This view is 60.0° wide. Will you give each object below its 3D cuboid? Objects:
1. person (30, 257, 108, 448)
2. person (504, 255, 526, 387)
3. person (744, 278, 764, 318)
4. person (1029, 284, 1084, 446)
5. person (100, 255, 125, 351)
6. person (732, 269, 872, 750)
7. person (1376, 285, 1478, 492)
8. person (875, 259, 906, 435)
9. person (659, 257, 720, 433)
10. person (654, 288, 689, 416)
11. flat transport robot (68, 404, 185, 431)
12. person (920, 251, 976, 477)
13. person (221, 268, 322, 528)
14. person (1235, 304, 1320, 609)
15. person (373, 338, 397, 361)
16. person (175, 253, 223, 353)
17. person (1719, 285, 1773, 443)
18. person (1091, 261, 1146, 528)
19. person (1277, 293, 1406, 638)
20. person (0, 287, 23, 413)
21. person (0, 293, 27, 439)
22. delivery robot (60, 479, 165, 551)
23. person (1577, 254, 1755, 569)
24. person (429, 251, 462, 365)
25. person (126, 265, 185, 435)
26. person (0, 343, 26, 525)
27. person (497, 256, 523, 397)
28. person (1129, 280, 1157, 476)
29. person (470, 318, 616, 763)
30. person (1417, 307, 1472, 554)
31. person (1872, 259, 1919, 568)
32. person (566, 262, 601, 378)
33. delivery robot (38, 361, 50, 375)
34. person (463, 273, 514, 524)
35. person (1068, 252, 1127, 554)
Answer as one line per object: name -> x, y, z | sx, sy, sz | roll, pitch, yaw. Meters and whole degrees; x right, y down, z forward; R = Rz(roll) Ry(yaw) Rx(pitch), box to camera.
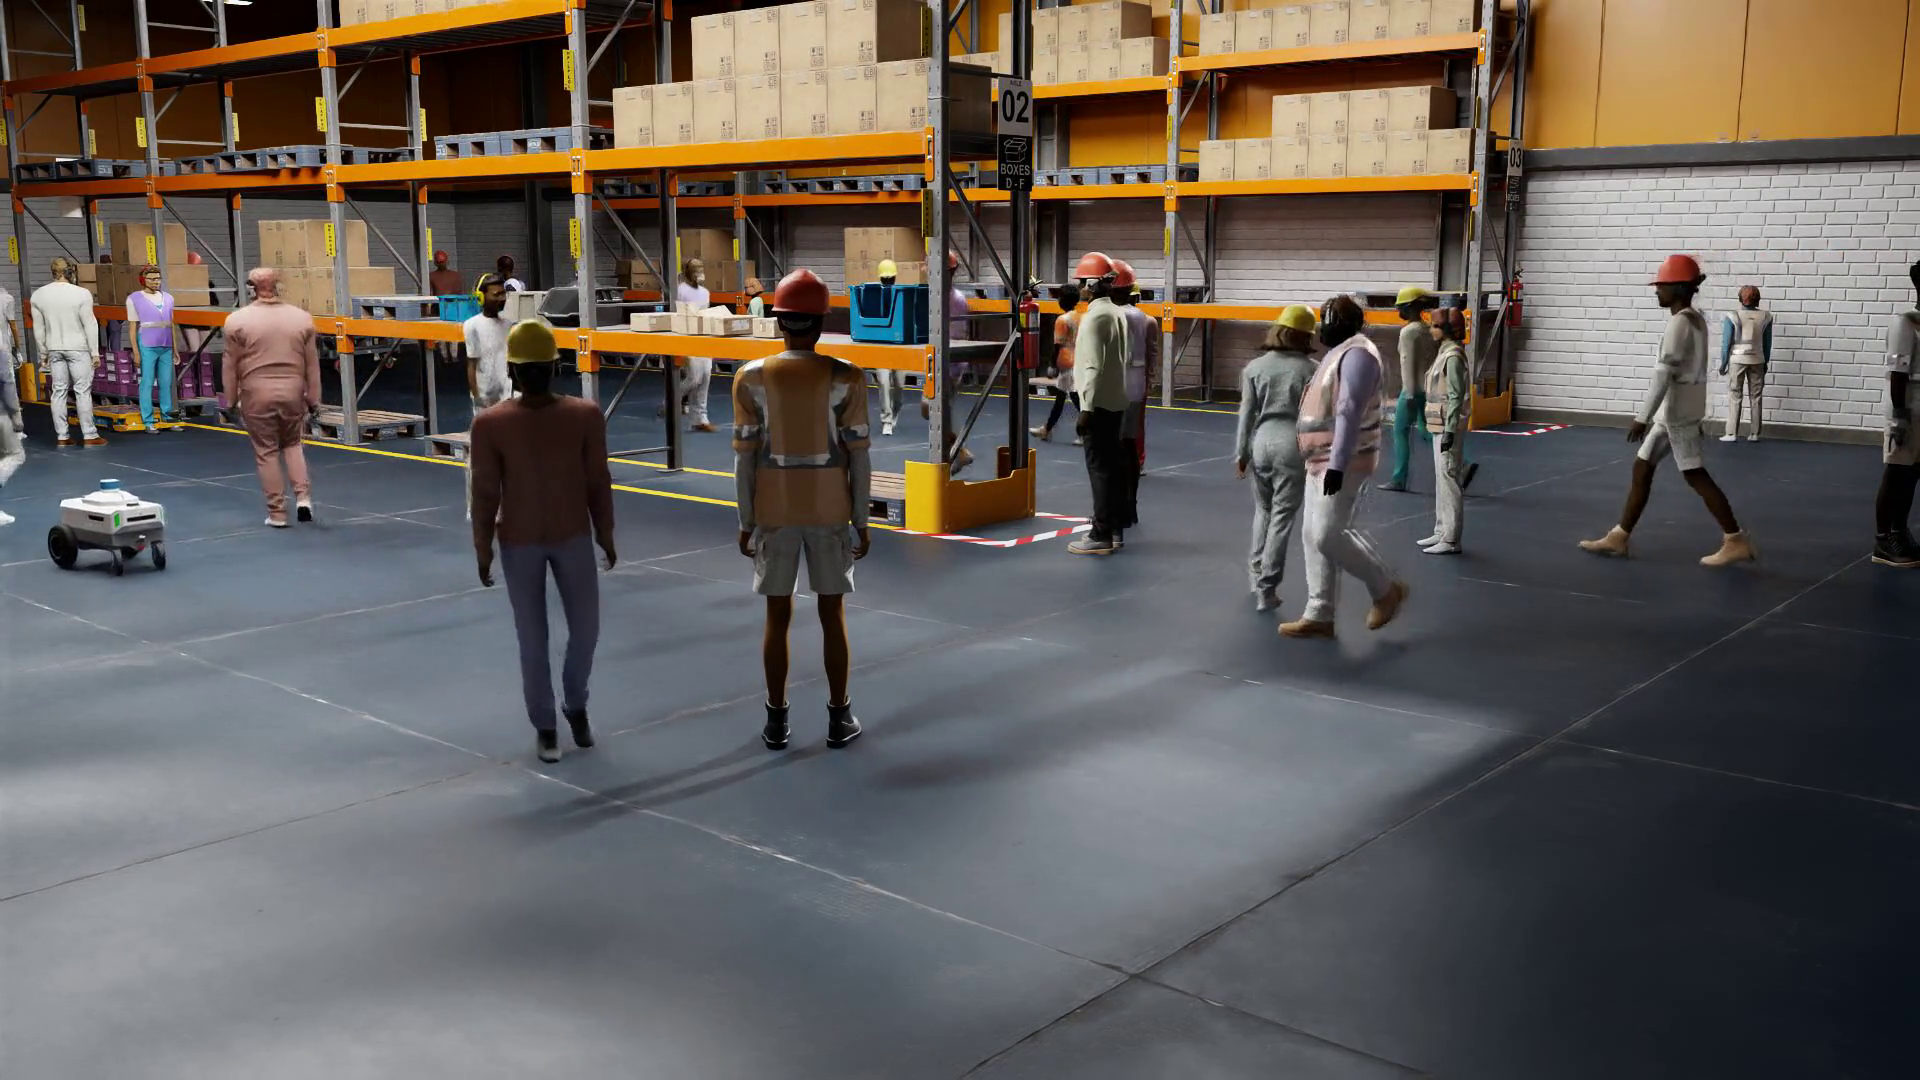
person -> -9.016, -1.886, 16.826 | 0.627, 1.936, 0.373 | 0, 10, 1
person -> -6.632, -3.220, 24.497 | 0.571, 1.900, 0.845 | -1, 10, -6
person -> -2.756, -2.720, 22.458 | 0.288, 1.626, 0.498 | 0, 10, 1
person -> 1.068, -1.793, 17.079 | 0.858, 1.642, 0.549 | 6, 11, 29
person -> -14.186, -3.795, 27.756 | 0.641, 1.913, 0.410 | 5, 11, 25
person -> -0.632, -0.114, 6.720 | 0.551, 1.936, 0.356 | 0, 10, -2
person -> 3.850, -1.229, 13.674 | 0.739, 1.731, 0.537 | 9, 13, 41
person -> -0.775, -2.118, 18.241 | 0.588, 1.906, 0.728 | -1, 10, -6
person -> -2.952, -2.118, 18.187 | 0.561, 1.926, 0.632 | 4, 11, 23
person -> -3.483, -2.341, 20.112 | 0.323, 1.688, 0.530 | 6, 12, 30
flat transport robot -> -9.371, -1.381, 18.677 | 1.431, 0.197, 0.652 | 8, 13, 38
person -> -0.145, -1.485, 14.242 | 0.535, 2.030, 0.630 | -4, 11, -22
person -> -4.988, -1.018, 12.056 | 0.650, 1.878, 0.427 | -9, 13, -40
person -> 1.846, -0.478, 9.460 | 0.496, 1.705, 0.684 | 5, 11, 28
person -> -10.423, -4.037, 29.919 | 0.504, 1.636, 0.280 | 3, 10, 17
person -> -10.275, -2.886, 22.484 | 0.930, 1.945, 0.640 | 8, 13, 40
person -> 8.179, -1.828, 17.331 | 0.515, 1.640, 0.315 | 0, 10, 0
person -> 1.163, -1.049, 12.103 | 0.359, 1.923, 0.582 | 5, 11, 25
person -> 1.979, -0.376, 8.645 | 0.582, 1.793, 0.652 | -1, 10, -4
person -> -11.889, -2.451, 20.289 | 1.011, 1.849, 0.665 | 8, 13, 40
person -> -10.141, -1.963, 17.466 | 0.512, 1.865, 0.329 | -5, 11, -26
delivery robot -> -5.378, -0.142, 10.549 | 0.707, 0.478, 0.477 | 7, 12, 34
person -> 4.590, -0.810, 10.592 | 1.062, 1.991, 0.619 | 5, 11, 26
person -> -8.967, -4.020, 28.899 | 0.651, 1.952, 0.942 | -3, 10, -17
person -> -8.804, -2.070, 18.154 | 0.380, 1.836, 0.560 | 5, 11, 24
person -> -7.047, -0.892, 12.017 | 0.527, 1.619, 0.419 | 2, 10, 10
person -> -6.061, -2.885, 22.562 | 0.386, 1.916, 0.590 | -3, 10, -14
person -> 1.486, -1.445, 14.793 | 0.525, 1.769, 0.309 | 1, 10, 8
person -> -1.625, 0.012, 6.506 | 0.554, 1.749, 0.384 | -4, 11, -20
person -> 3.227, -0.722, 11.043 | 0.310, 1.636, 0.522 | 2, 10, 9
person -> 6.117, -0.817, 10.642 | 0.603, 1.966, 0.368 | -8, 13, -40
person -> -5.898, -3.458, 26.055 | 0.590, 1.835, 0.404 | -6, 12, -32
delivery robot -> -12.510, -2.292, 22.790 | 0.477, 0.478, 0.707 | -7, 12, -34
person -> -3.297, -1.002, 12.076 | 0.806, 1.832, 0.537 | 5, 11, 28
person -> 0.911, -0.902, 11.047 | 0.395, 1.993, 0.614 | 4, 11, 24
